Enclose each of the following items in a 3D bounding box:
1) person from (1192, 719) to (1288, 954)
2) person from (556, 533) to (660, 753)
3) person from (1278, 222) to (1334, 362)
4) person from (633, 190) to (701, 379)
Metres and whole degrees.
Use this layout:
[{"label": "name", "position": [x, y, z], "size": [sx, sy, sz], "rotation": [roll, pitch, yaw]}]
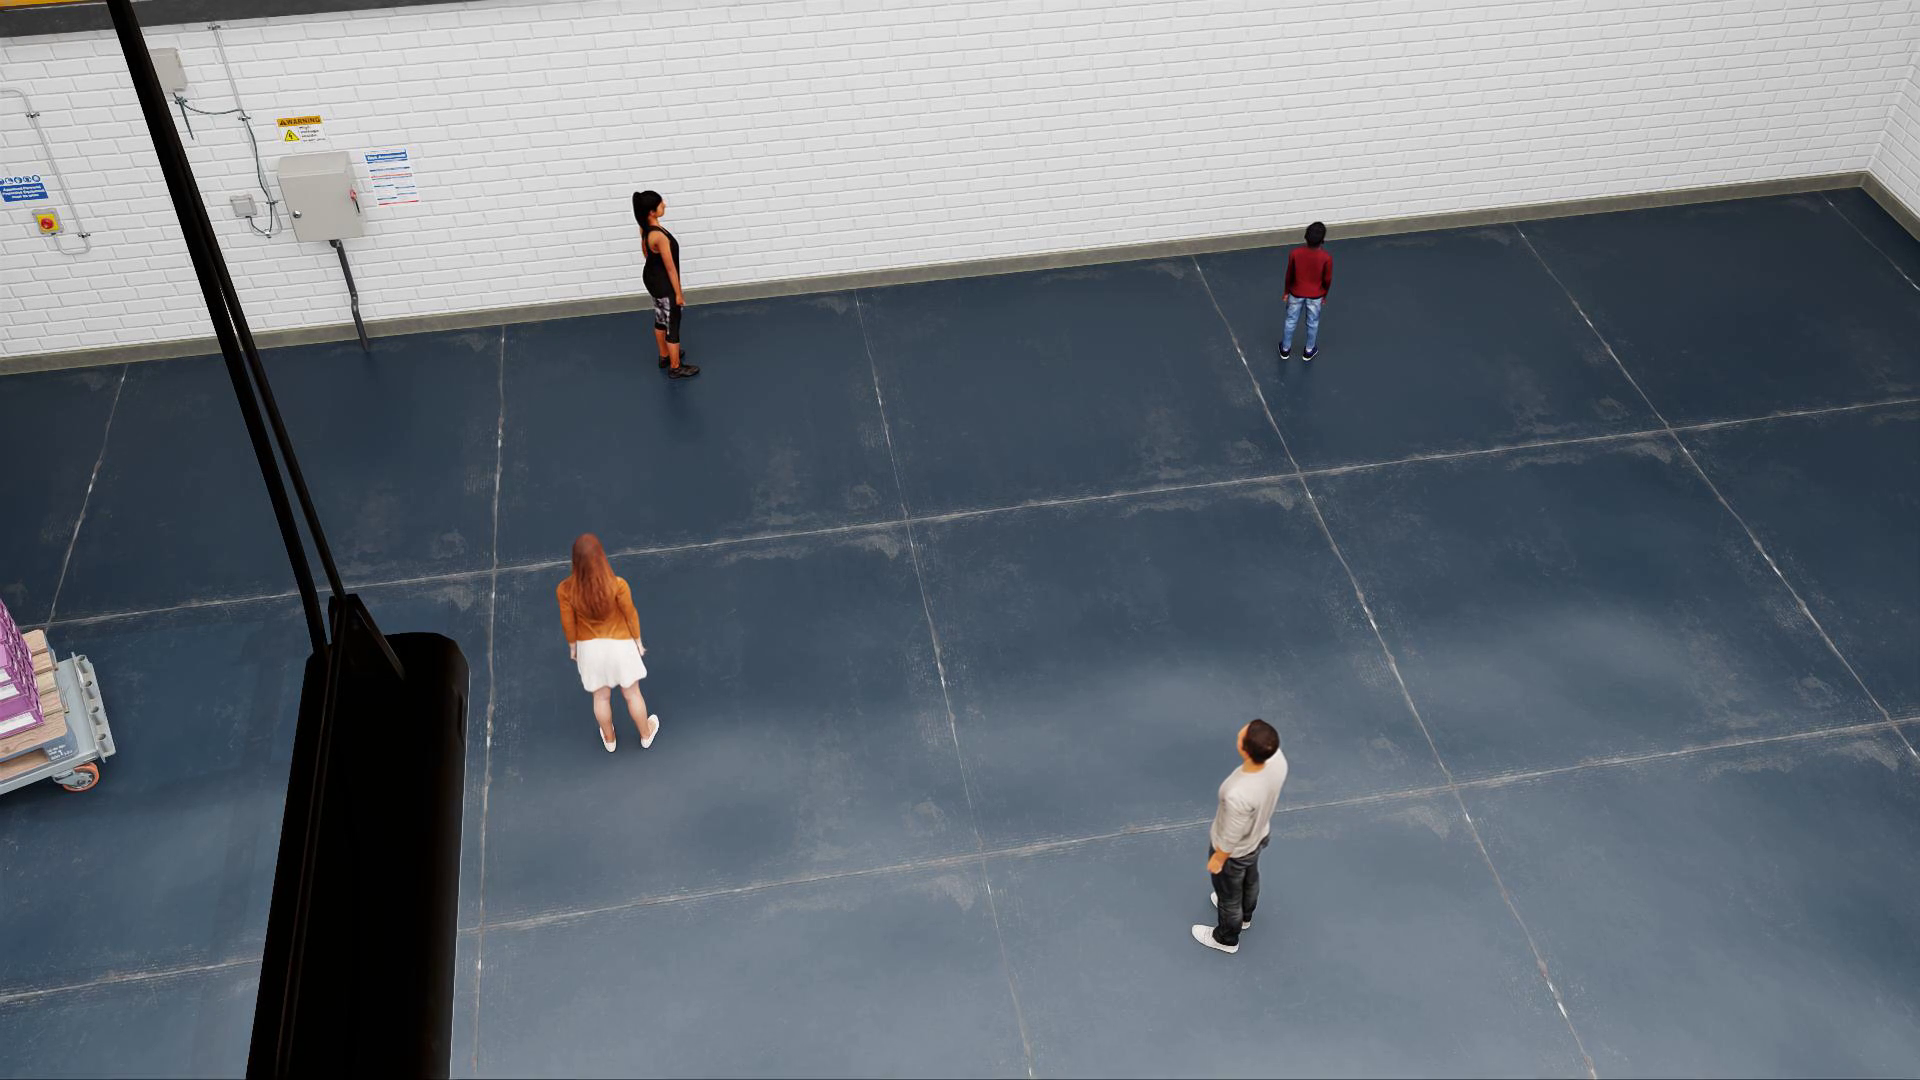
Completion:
[{"label": "person", "position": [1.532, 1.607, 9.011], "size": [0.778, 1.811, 0.727], "rotation": [27, 50, 26]}, {"label": "person", "position": [-2.143, 0.649, 10.080], "size": [0.618, 1.722, 0.584], "rotation": [-3, 44, -3]}, {"label": "person", "position": [2.743, -1.974, 13.171], "size": [0.573, 1.256, 0.587], "rotation": [9, 44, 10]}, {"label": "person", "position": [-2.307, -2.002, 12.906], "size": [0.714, 1.662, 0.577], "rotation": [-25, 49, -24]}]
